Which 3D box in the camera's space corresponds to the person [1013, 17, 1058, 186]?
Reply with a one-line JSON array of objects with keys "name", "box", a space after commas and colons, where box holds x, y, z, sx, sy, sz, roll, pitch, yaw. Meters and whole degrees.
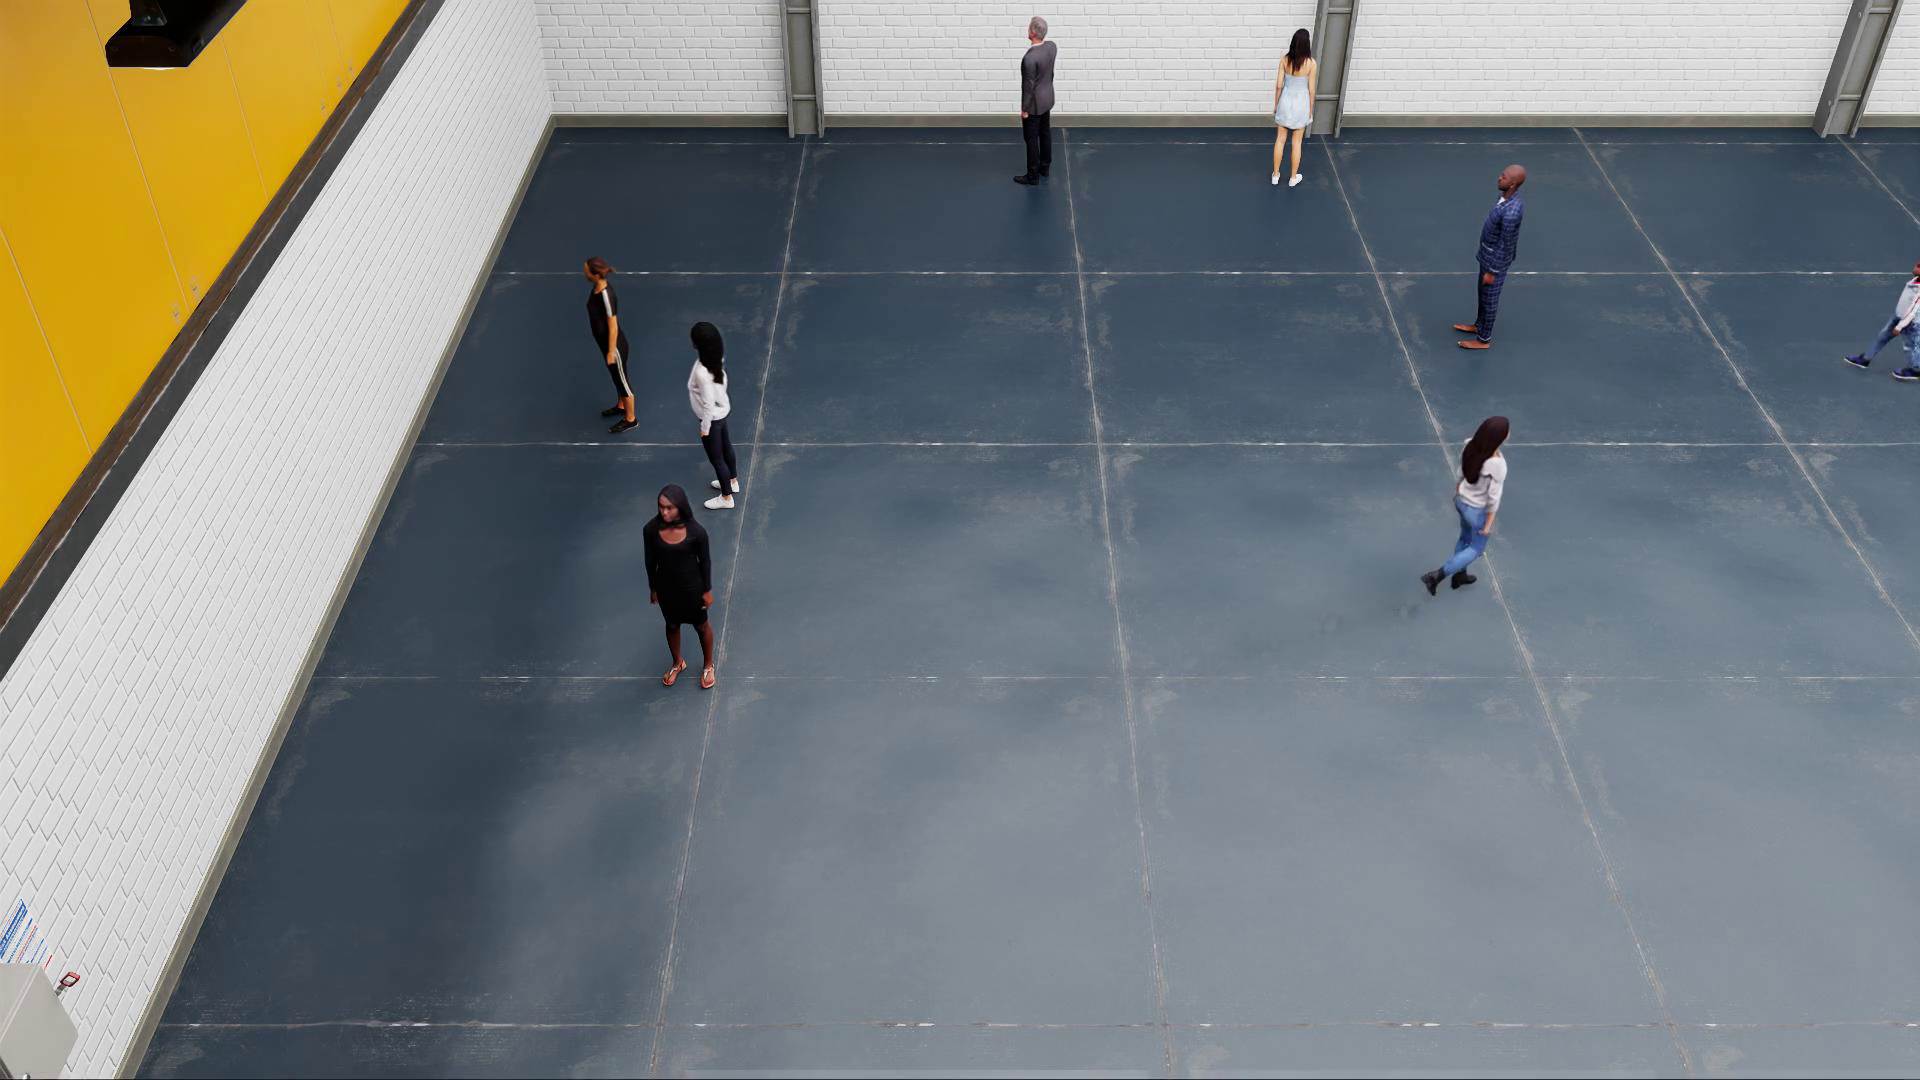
[{"name": "person", "box": [0.828, -4.745, 17.932, 0.822, 1.842, 0.811, 23, 44, 26]}]

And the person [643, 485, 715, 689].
[{"name": "person", "box": [-1.950, 0.332, 11.673, 0.470, 1.720, 0.698, 5, 39, 6]}]

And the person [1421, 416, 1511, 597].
[{"name": "person", "box": [3.786, -0.216, 12.439, 0.953, 1.619, 0.808, -16, 41, -19]}]

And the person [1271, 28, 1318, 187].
[{"name": "person", "box": [3.584, -4.667, 17.925, 0.575, 1.729, 0.714, 12, 40, 15]}]

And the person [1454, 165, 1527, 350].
[{"name": "person", "box": [4.923, -2.616, 15.283, 0.635, 1.820, 0.685, 5, 39, 6]}]

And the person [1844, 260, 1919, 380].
[{"name": "person", "box": [8.608, -1.985, 14.968, 0.916, 1.227, 0.655, 11, 40, 14]}]

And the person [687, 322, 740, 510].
[{"name": "person", "box": [-1.977, -1.009, 13.367, 0.571, 1.700, 0.639, 4, 39, 5]}]

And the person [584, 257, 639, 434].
[{"name": "person", "box": [-2.987, -1.705, 14.264, 0.625, 1.669, 0.646, -13, 40, -16]}]
